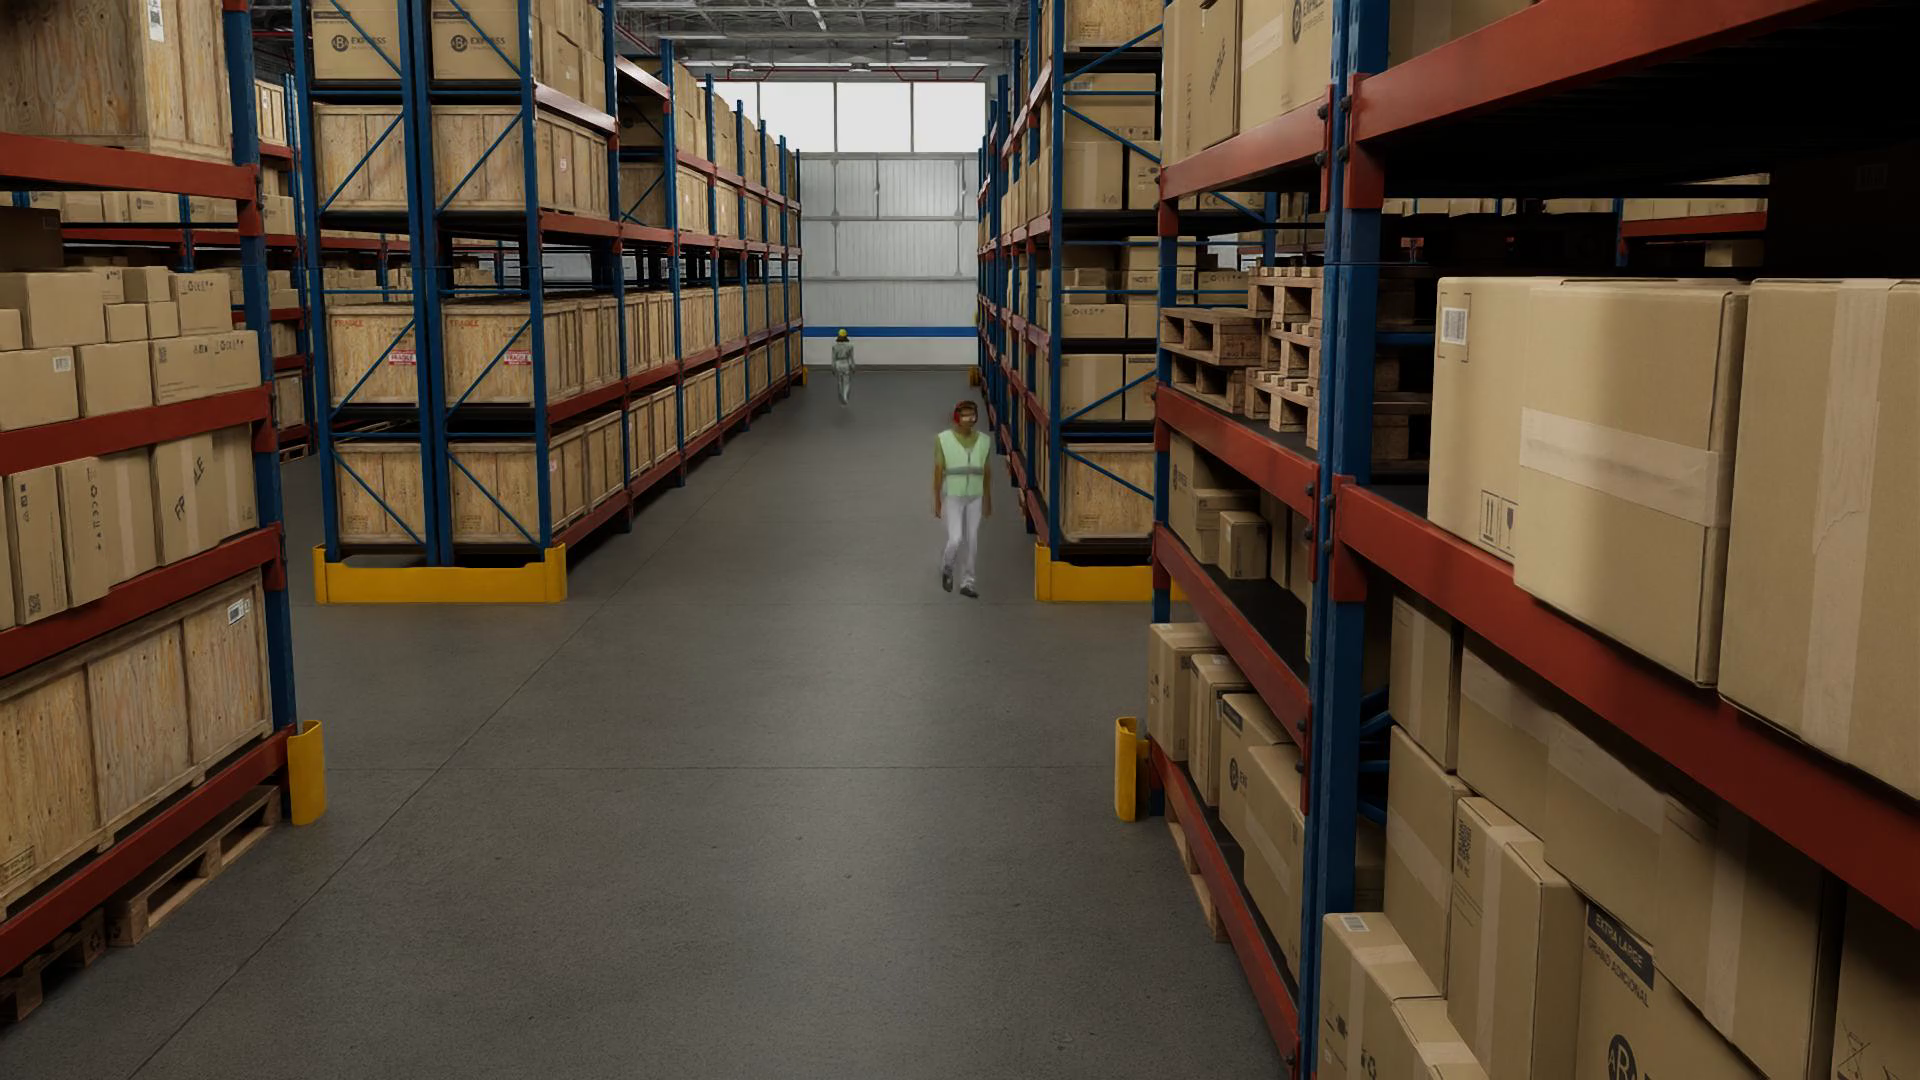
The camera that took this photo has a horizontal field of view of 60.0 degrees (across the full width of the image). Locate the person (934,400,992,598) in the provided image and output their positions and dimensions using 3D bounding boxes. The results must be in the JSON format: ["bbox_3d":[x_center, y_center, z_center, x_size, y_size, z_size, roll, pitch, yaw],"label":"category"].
[{"bbox_3d":[0.033,-0.379,15.369,0.584,1.832,0.435,-4,10,-25],"label":"person"}]

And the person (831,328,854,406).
[{"bbox_3d":[-2.589,-3.799,36.645,0.502,1.727,0.478,0,9,-3],"label":"person"}]
